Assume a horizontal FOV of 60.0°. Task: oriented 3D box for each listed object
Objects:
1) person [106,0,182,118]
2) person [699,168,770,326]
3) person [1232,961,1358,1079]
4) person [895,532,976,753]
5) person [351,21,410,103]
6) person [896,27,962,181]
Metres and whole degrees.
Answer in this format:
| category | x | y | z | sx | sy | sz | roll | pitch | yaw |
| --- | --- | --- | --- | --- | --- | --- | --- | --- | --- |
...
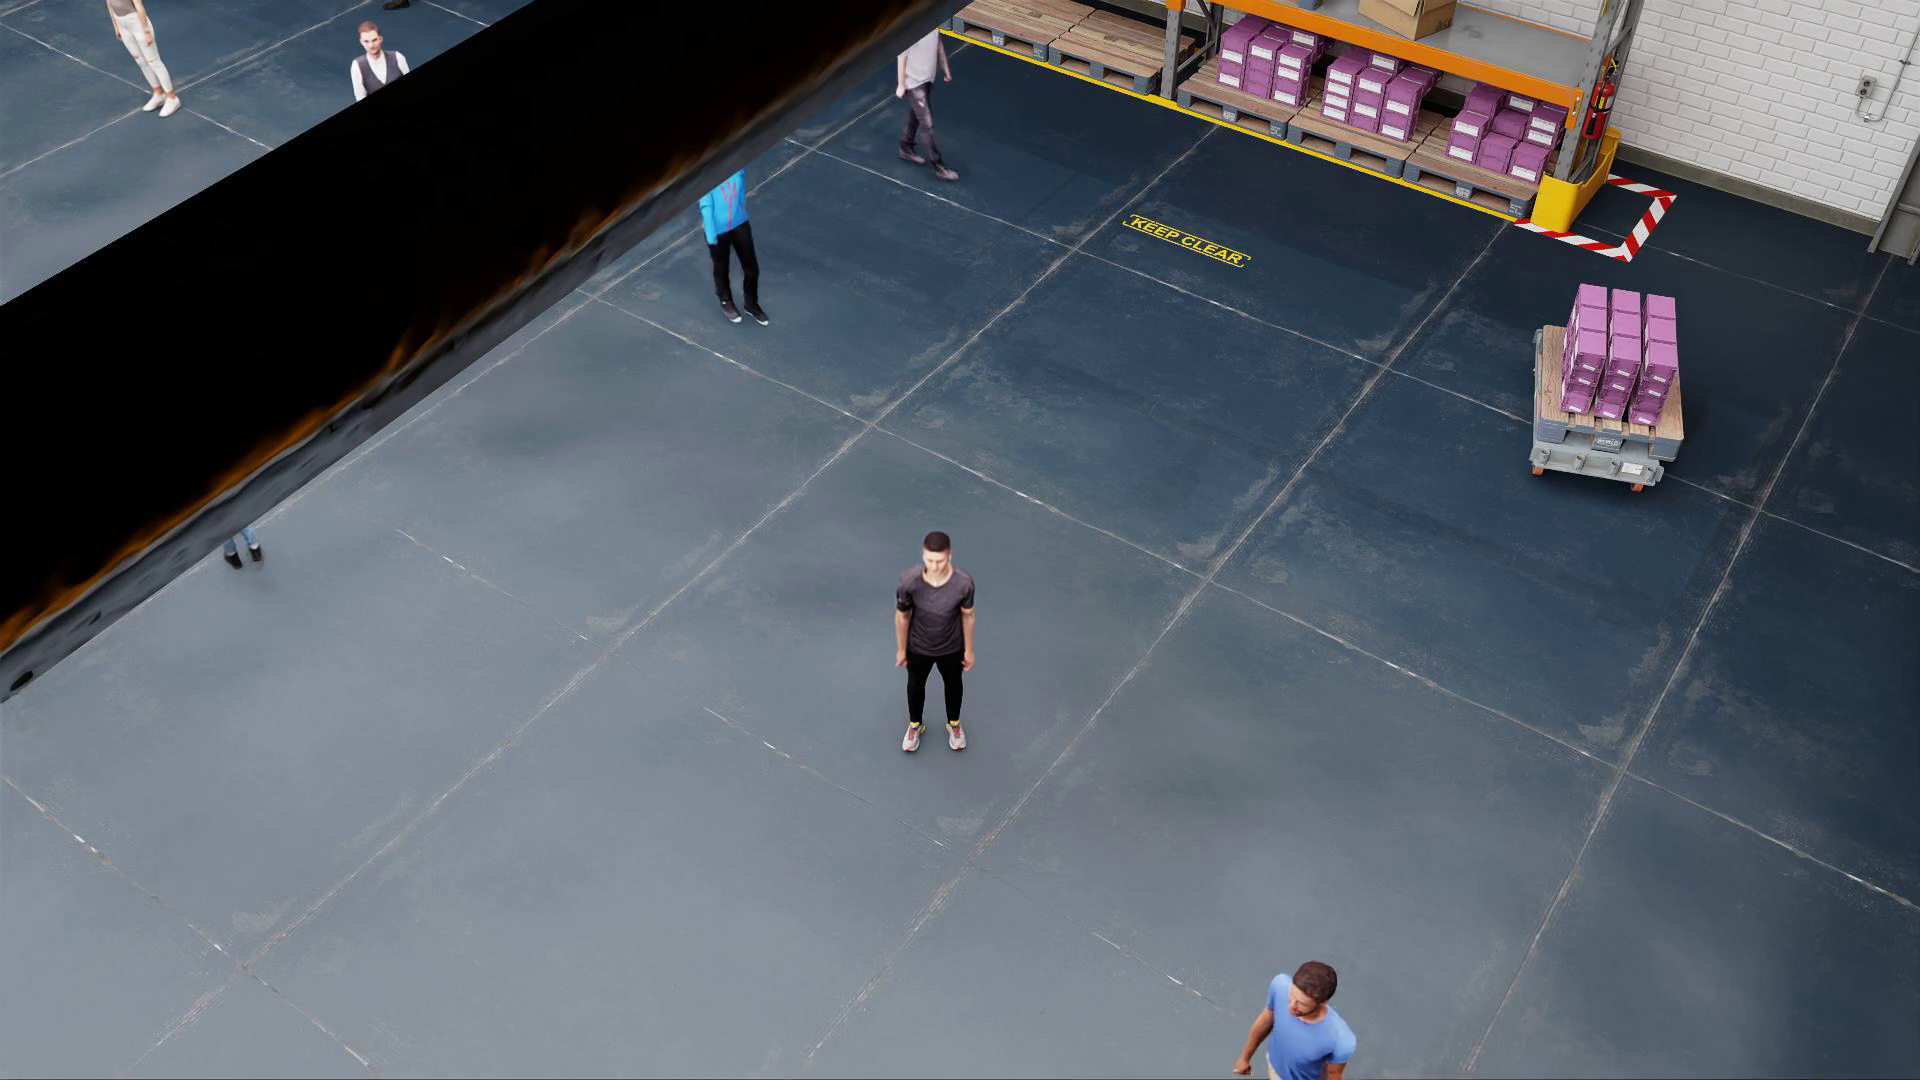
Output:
| category | x | y | z | sx | sy | sz | roll | pitch | yaw |
| --- | --- | --- | --- | --- | --- | --- | --- | --- | --- |
| person | -7.979 | -4.966 | 16.093 | 0.540 | 1.716 | 0.693 | 15 | 46 | 16 |
| person | -1.951 | -2.567 | 13.529 | 0.746 | 1.780 | 0.827 | -25 | 49 | -24 |
| person | 1.702 | 2.554 | 8.129 | 1.003 | 1.813 | 1.258 | -26 | 49 | -24 |
| person | -0.145 | 0.620 | 10.195 | 0.685 | 1.764 | 0.784 | 0 | 44 | 0 |
| person | -4.968 | -3.678 | 14.599 | 0.853 | 1.912 | 0.908 | -15 | 46 | -15 |
| person | -0.446 | -4.247 | 15.274 | 1.008 | 1.804 | 0.679 | 26 | 49 | 24 |
